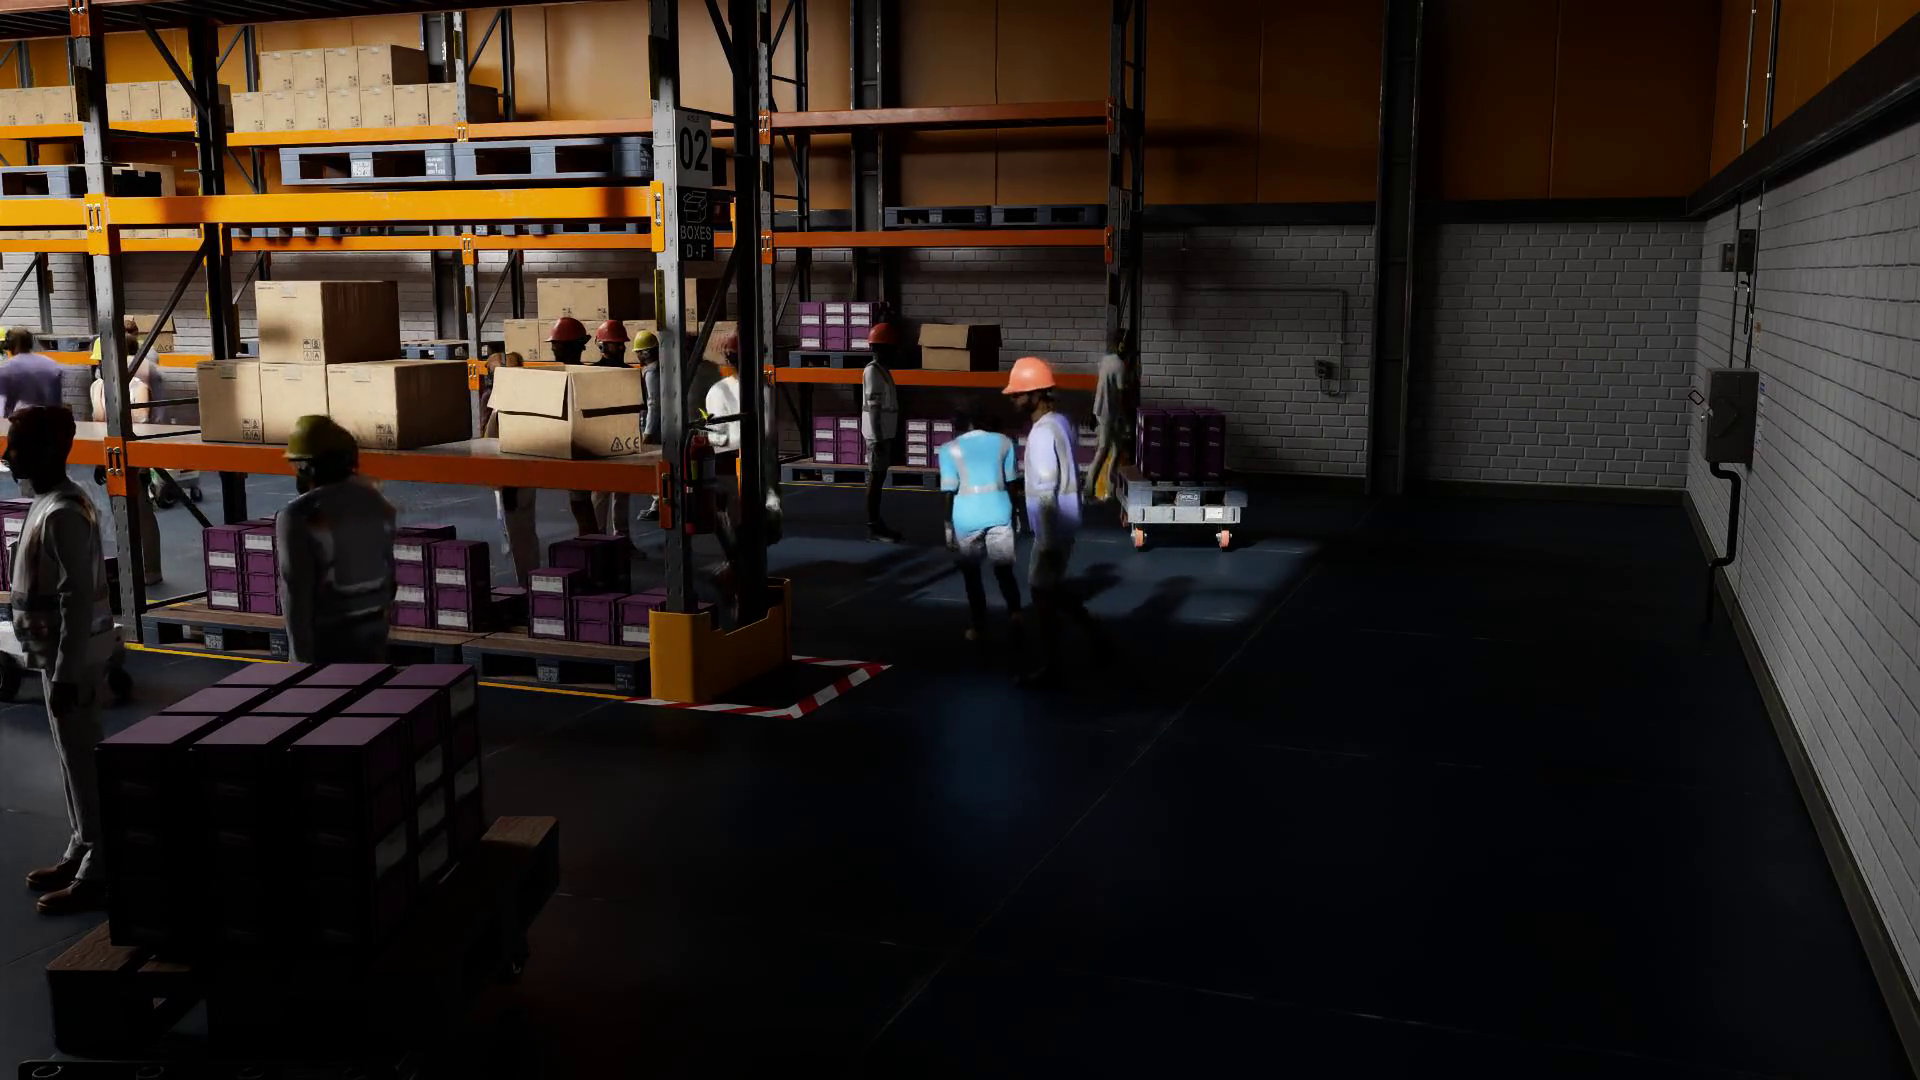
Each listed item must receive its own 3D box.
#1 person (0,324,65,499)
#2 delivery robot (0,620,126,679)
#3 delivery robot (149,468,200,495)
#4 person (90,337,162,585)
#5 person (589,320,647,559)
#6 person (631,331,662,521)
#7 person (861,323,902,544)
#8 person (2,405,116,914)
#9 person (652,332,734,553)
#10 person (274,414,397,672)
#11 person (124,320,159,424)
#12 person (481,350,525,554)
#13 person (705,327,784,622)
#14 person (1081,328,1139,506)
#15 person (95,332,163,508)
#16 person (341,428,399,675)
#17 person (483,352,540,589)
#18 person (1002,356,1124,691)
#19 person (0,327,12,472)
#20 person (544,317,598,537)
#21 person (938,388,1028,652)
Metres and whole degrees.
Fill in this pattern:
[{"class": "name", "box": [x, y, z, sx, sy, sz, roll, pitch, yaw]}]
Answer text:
[{"class": "person", "box": [-8.315, -0.966, 14.880, 0.467, 1.924, 0.646, 5, 10, 30]}, {"class": "delivery robot", "box": [-5.018, 0.564, 9.274, 0.707, 0.478, 0.477, 4, 10, 24]}, {"class": "delivery robot", "box": [-8.133, -0.666, 16.996, 0.477, 0.478, 0.707, 3, 9, 15]}, {"class": "person", "box": [-6.375, -0.605, 12.647, 0.582, 1.919, 0.399, 4, 10, 24]}, {"class": "person", "box": [-2.836, -0.804, 13.646, 0.381, 1.994, 0.622, 5, 10, 29]}, {"class": "person", "box": [-2.968, -1.094, 16.015, 0.403, 1.822, 0.588, 0, 9, -3]}, {"class": "person", "box": [-0.682, -0.939, 14.671, 0.361, 1.939, 0.543, 1, 9, 5]}, {"class": "person", "box": [-3.349, 0.438, 6.206, 0.356, 1.883, 0.573, -6, 11, -33]}, {"class": "person", "box": [-2.178, -0.815, 14.068, 0.823, 1.879, 0.679, 2, 9, 15]}, {"class": "person", "box": [-2.640, 0.377, 6.869, 0.936, 1.785, 0.610, 5, 11, 31]}, {"class": "person", "box": [-9.854, -1.702, 19.814, 0.623, 1.837, 0.428, 1, 9, 8]}, {"class": "person", "box": [-3.669, -0.695, 13.743, 0.530, 1.744, 0.402, -3, 9, -17]}, {"class": "person", "box": [-1.472, -0.437, 11.220, 0.541, 2.031, 0.626, 6, 11, 35]}, {"class": "person", "box": [1.547, -1.242, 16.933, 0.672, 1.816, 0.554, -2, 9, -10]}, {"class": "person", "box": [-8.336, -1.198, 16.757, 0.949, 1.800, 0.616, 7, 12, 38]}, {"class": "person", "box": [-3.136, 0.213, 8.533, 0.875, 1.590, 0.524, 3, 10, 20]}, {"class": "person", "box": [-3.099, -0.384, 11.540, 0.430, 1.835, 0.622, -2, 9, -11]}, {"class": "person", "box": [0.562, -0.078, 9.355, 0.625, 1.914, 0.575, 2, 9, 14]}, {"class": "person", "box": [-11.547, -1.698, 20.060, 0.302, 1.741, 0.485, 1, 9, 6]}, {"class": "person", "box": [-2.901, -0.644, 12.492, 0.377, 2.045, 0.605, -1, 9, -6]}, {"class": "person", "box": [0.150, -0.111, 10.321, 0.572, 1.658, 0.698, -3, 10, -21]}]
